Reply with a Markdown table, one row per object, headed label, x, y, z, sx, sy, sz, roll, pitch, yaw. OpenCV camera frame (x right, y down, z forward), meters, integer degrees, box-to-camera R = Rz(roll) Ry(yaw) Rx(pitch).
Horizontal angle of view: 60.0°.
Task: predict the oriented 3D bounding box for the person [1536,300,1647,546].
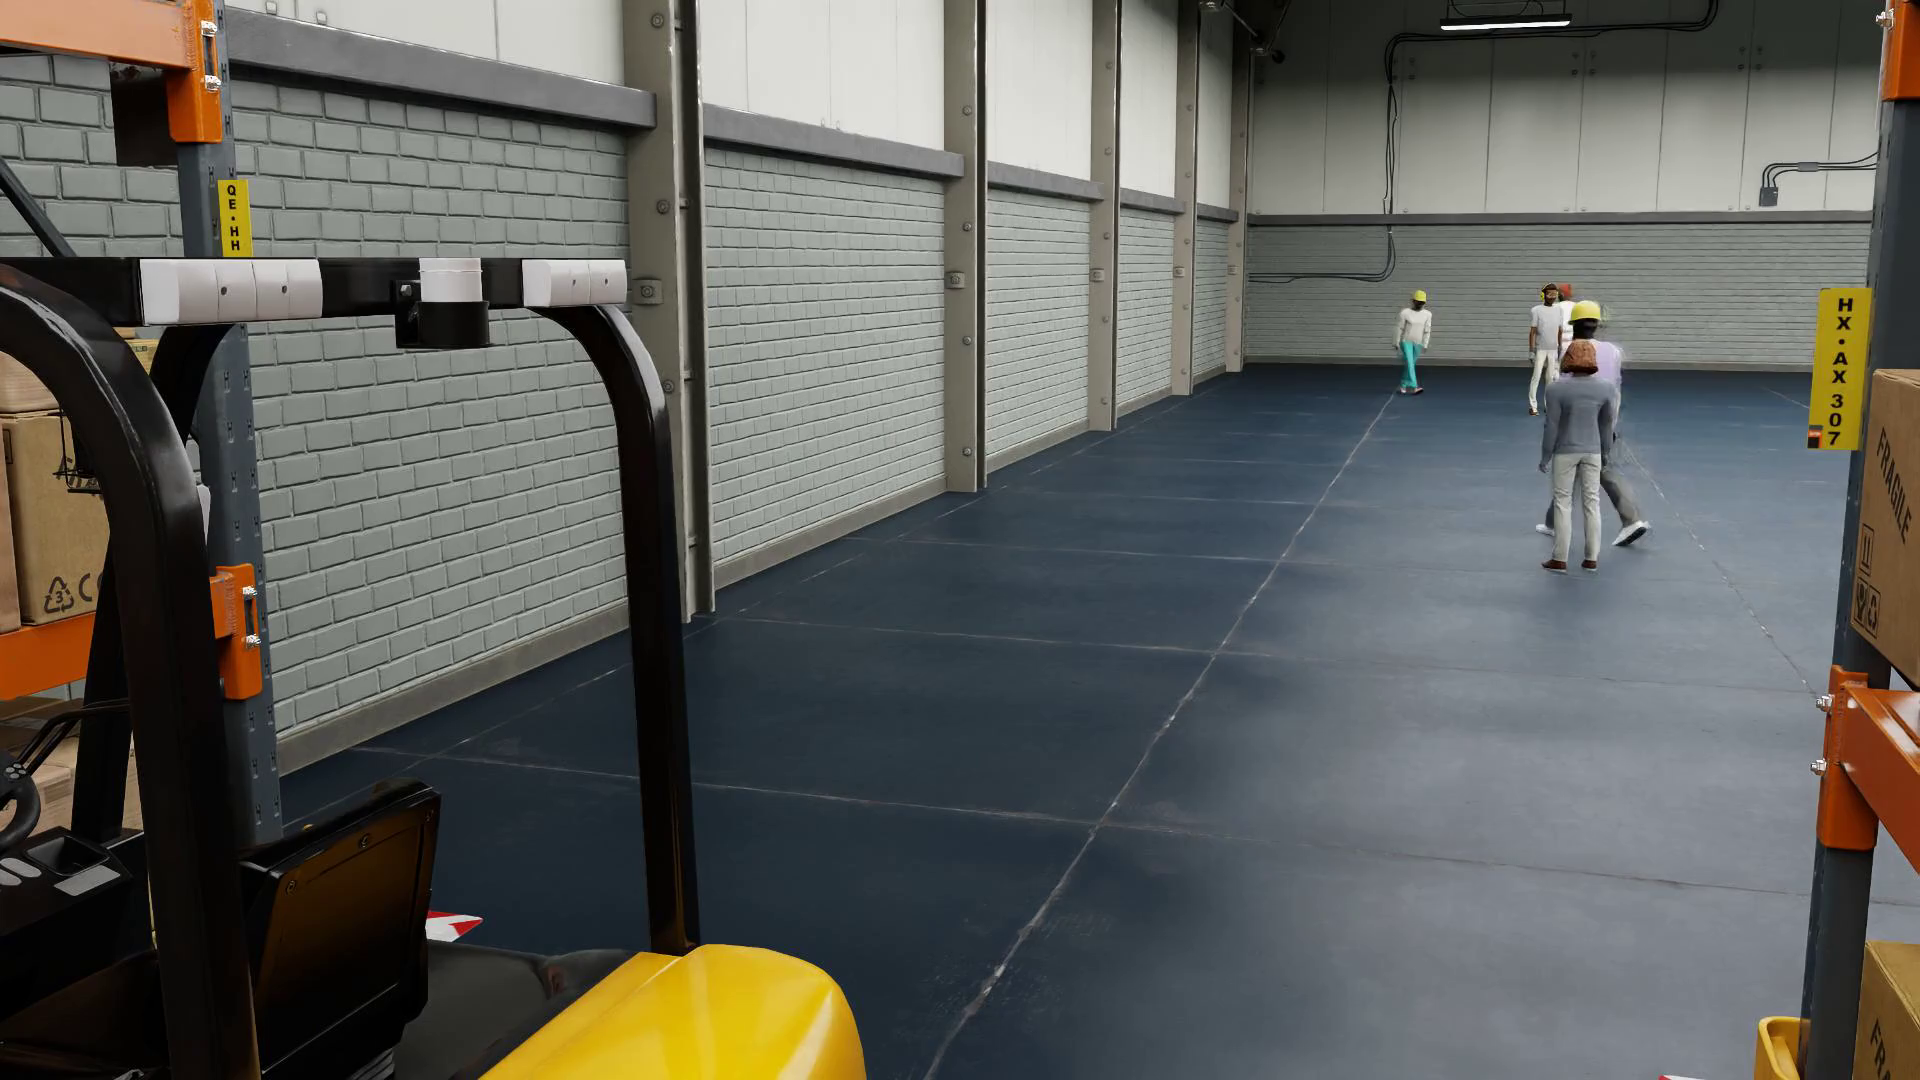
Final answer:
| label | x | y | z | sx | sy | sz | roll | pitch | yaw |
| --- | --- | --- | --- | --- | --- | --- | --- | --- | --- |
| person | 4.889 | -0.901 | 12.828 | 0.637 | 1.876 | 0.963 | -4 | 10 | -21 |

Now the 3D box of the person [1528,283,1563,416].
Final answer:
| label | x | y | z | sx | sy | sz | roll | pitch | yaw |
| --- | --- | --- | --- | --- | --- | --- | --- | --- | --- |
| person | 8.249 | -2.674 | 23.411 | 0.506 | 1.861 | 0.311 | -2 | 10 | -12 |

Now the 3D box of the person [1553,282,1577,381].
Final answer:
| label | x | y | z | sx | sy | sz | roll | pitch | yaw |
| --- | --- | --- | --- | --- | --- | --- | --- | --- | --- |
| person | 8.835 | -2.819 | 24.241 | 0.592 | 1.870 | 0.574 | -3 | 10 | -16 |

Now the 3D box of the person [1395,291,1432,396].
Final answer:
| label | x | y | z | sx | sy | sz | roll | pitch | yaw |
| --- | --- | --- | --- | --- | --- | --- | --- | --- | --- |
| person | 7.347 | -3.195 | 26.984 | 0.522 | 1.686 | 0.934 | -1 | 10 | -6 |

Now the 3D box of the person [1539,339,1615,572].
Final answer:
| label | x | y | z | sx | sy | sz | roll | pitch | yaw |
| --- | --- | --- | --- | --- | --- | --- | --- | --- | --- |
| person | 4.309 | -0.586 | 11.638 | 0.507 | 1.631 | 0.266 | -1 | 10 | -4 |
